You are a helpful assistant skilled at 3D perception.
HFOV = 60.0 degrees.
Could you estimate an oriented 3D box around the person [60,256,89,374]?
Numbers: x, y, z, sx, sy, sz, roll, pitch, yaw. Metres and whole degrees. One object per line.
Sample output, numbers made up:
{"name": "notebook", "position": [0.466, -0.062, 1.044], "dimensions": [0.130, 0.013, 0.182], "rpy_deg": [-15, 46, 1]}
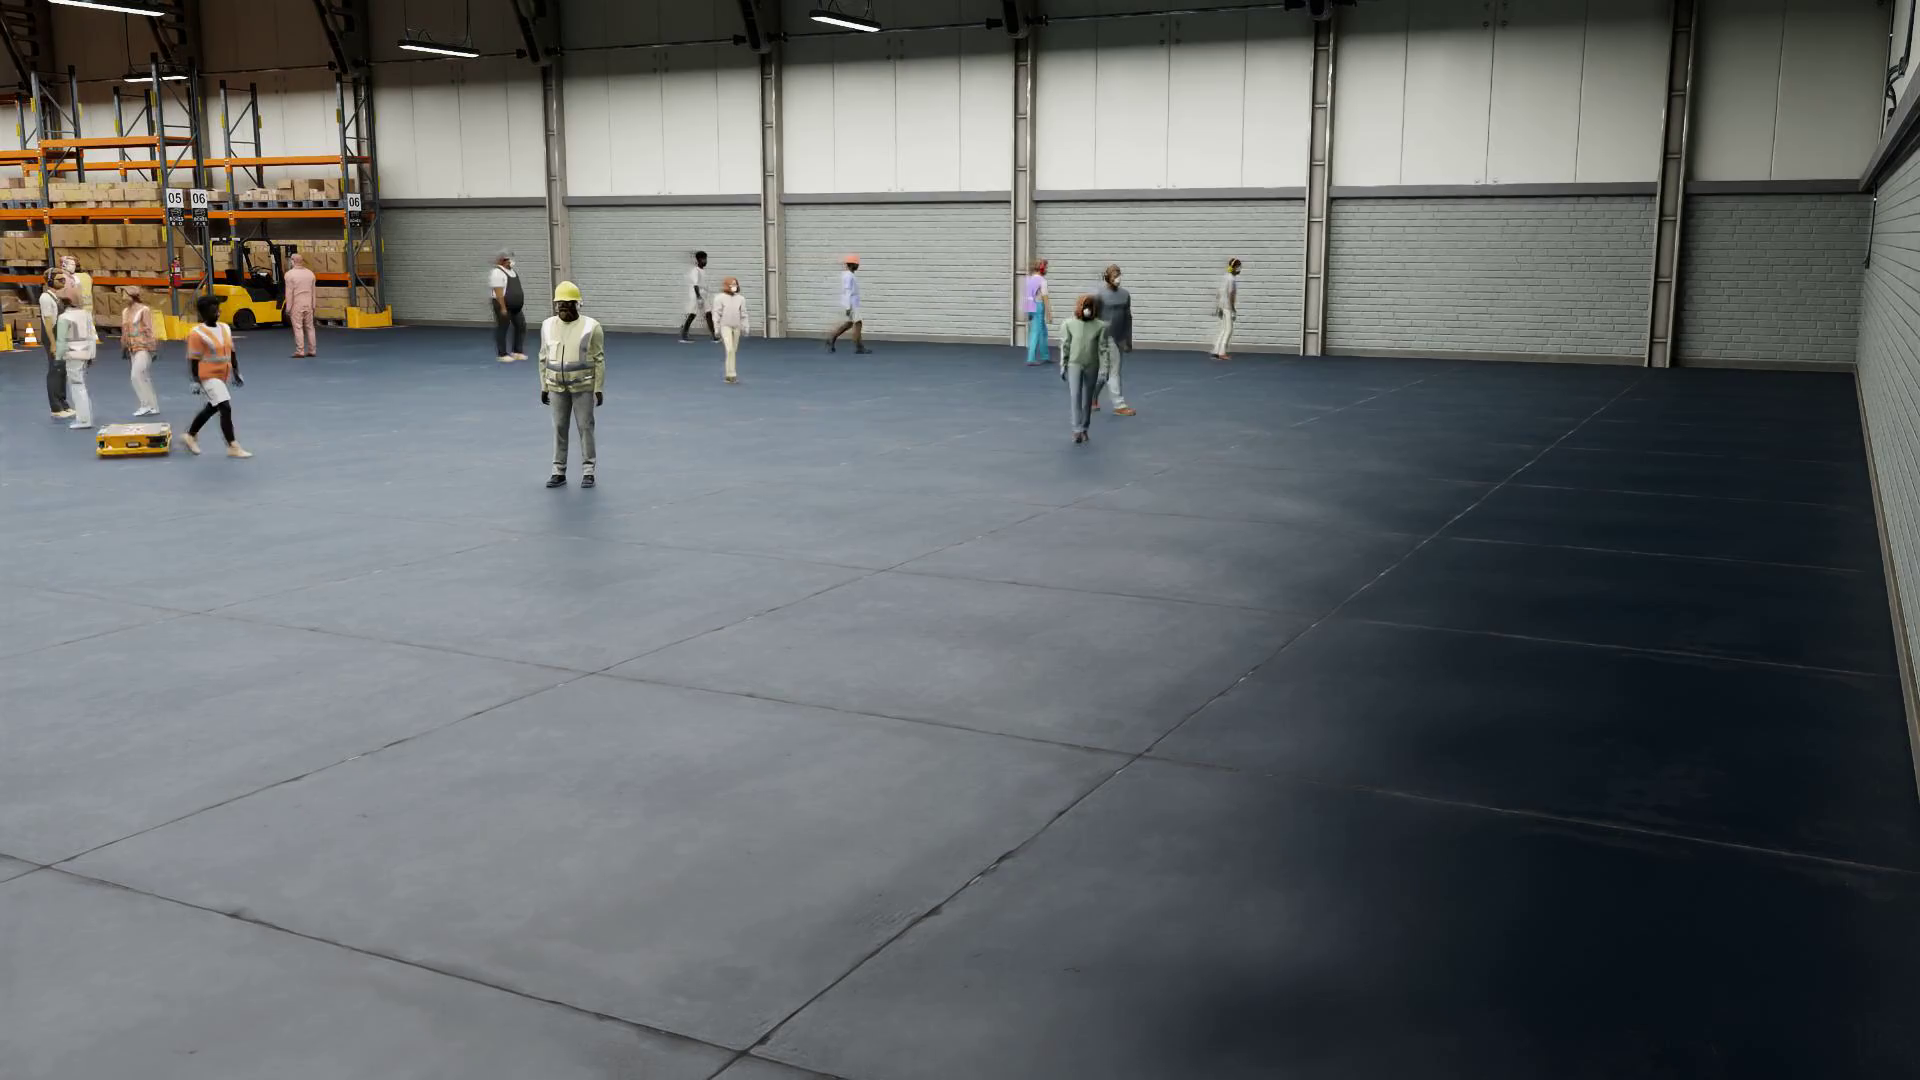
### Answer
{"name": "person", "position": [-14.408, -3.639, 26.964], "dimensions": [0.401, 1.904, 0.649], "rpy_deg": [-7, 12, -33]}

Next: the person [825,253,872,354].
{"name": "person", "position": [-2.129, -4.473, 31.499], "dimensions": [0.845, 1.910, 0.551], "rpy_deg": [0, 10, -3]}

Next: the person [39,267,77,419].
{"name": "person", "position": [-11.096, -2.419, 20.468], "dimensions": [0.347, 1.847, 0.505], "rpy_deg": [-2, 11, -9]}

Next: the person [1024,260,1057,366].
{"name": "person", "position": [1.466, -3.913, 28.685], "dimensions": [0.773, 1.816, 0.586], "rpy_deg": [-4, 11, -21]}

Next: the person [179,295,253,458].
{"name": "person", "position": [-7.608, -1.653, 16.814], "dimensions": [0.855, 1.658, 0.528], "rpy_deg": [2, 11, 12]}

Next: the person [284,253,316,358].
{"name": "person", "position": [-12.143, -4.302, 30.570], "dimensions": [0.403, 1.906, 0.651], "rpy_deg": [6, 12, 28]}

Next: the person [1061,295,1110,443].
{"name": "person", "position": [1.360, -1.836, 17.938], "dimensions": [0.516, 1.588, 0.856], "rpy_deg": [0, 10, -3]}

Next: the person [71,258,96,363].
{"name": "person", "position": [-15.414, -3.995, 29.094], "dimensions": [0.430, 1.837, 0.624], "rpy_deg": [1, 10, 7]}

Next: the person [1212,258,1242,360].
{"name": "person", "position": [4.821, -4.146, 29.935], "dimensions": [0.467, 1.828, 0.618], "rpy_deg": [0, 10, 1]}

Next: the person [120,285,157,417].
{"name": "person", "position": [-10.208, -2.324, 20.557], "dimensions": [0.549, 1.618, 0.543], "rpy_deg": [7, 12, 33]}

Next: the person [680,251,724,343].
{"name": "person", "position": [-5.423, -5.062, 34.722], "dimensions": [1.023, 1.909, 0.619], "rpy_deg": [3, 11, 16]}

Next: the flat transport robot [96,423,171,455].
{"name": "flat transport robot", "position": [-8.631, -1.067, 17.393], "dimensions": [0.652, 0.197, 1.431], "rpy_deg": [-5, 11, -23]}

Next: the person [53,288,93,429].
{"name": "person", "position": [-10.318, -2.093, 19.253], "dimensions": [0.479, 1.624, 0.548], "rpy_deg": [0, 10, 0]}

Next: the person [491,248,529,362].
{"name": "person", "position": [-7.953, -4.165, 29.458], "dimensions": [0.661, 2.000, 0.698], "rpy_deg": [3, 11, 16]}

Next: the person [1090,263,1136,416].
{"name": "person", "position": [1.869, -2.533, 20.951], "dimensions": [0.639, 1.901, 0.976], "rpy_deg": [-8, 13, -39]}

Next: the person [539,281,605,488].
{"name": "person", "position": [-3.463, -1.375, 14.807], "dimensions": [0.587, 1.835, 0.404], "rpy_deg": [1, 10, 6]}

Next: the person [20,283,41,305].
{"name": "person", "position": [-25.036, -6.895, 44.734], "dimensions": [0.809, 1.904, 0.588], "rpy_deg": [5, 12, 26]}

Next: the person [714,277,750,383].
{"name": "person", "position": [-3.409, -3.169, 25.172], "dimensions": [0.530, 1.604, 0.695], "rpy_deg": [-8, 13, -37]}
